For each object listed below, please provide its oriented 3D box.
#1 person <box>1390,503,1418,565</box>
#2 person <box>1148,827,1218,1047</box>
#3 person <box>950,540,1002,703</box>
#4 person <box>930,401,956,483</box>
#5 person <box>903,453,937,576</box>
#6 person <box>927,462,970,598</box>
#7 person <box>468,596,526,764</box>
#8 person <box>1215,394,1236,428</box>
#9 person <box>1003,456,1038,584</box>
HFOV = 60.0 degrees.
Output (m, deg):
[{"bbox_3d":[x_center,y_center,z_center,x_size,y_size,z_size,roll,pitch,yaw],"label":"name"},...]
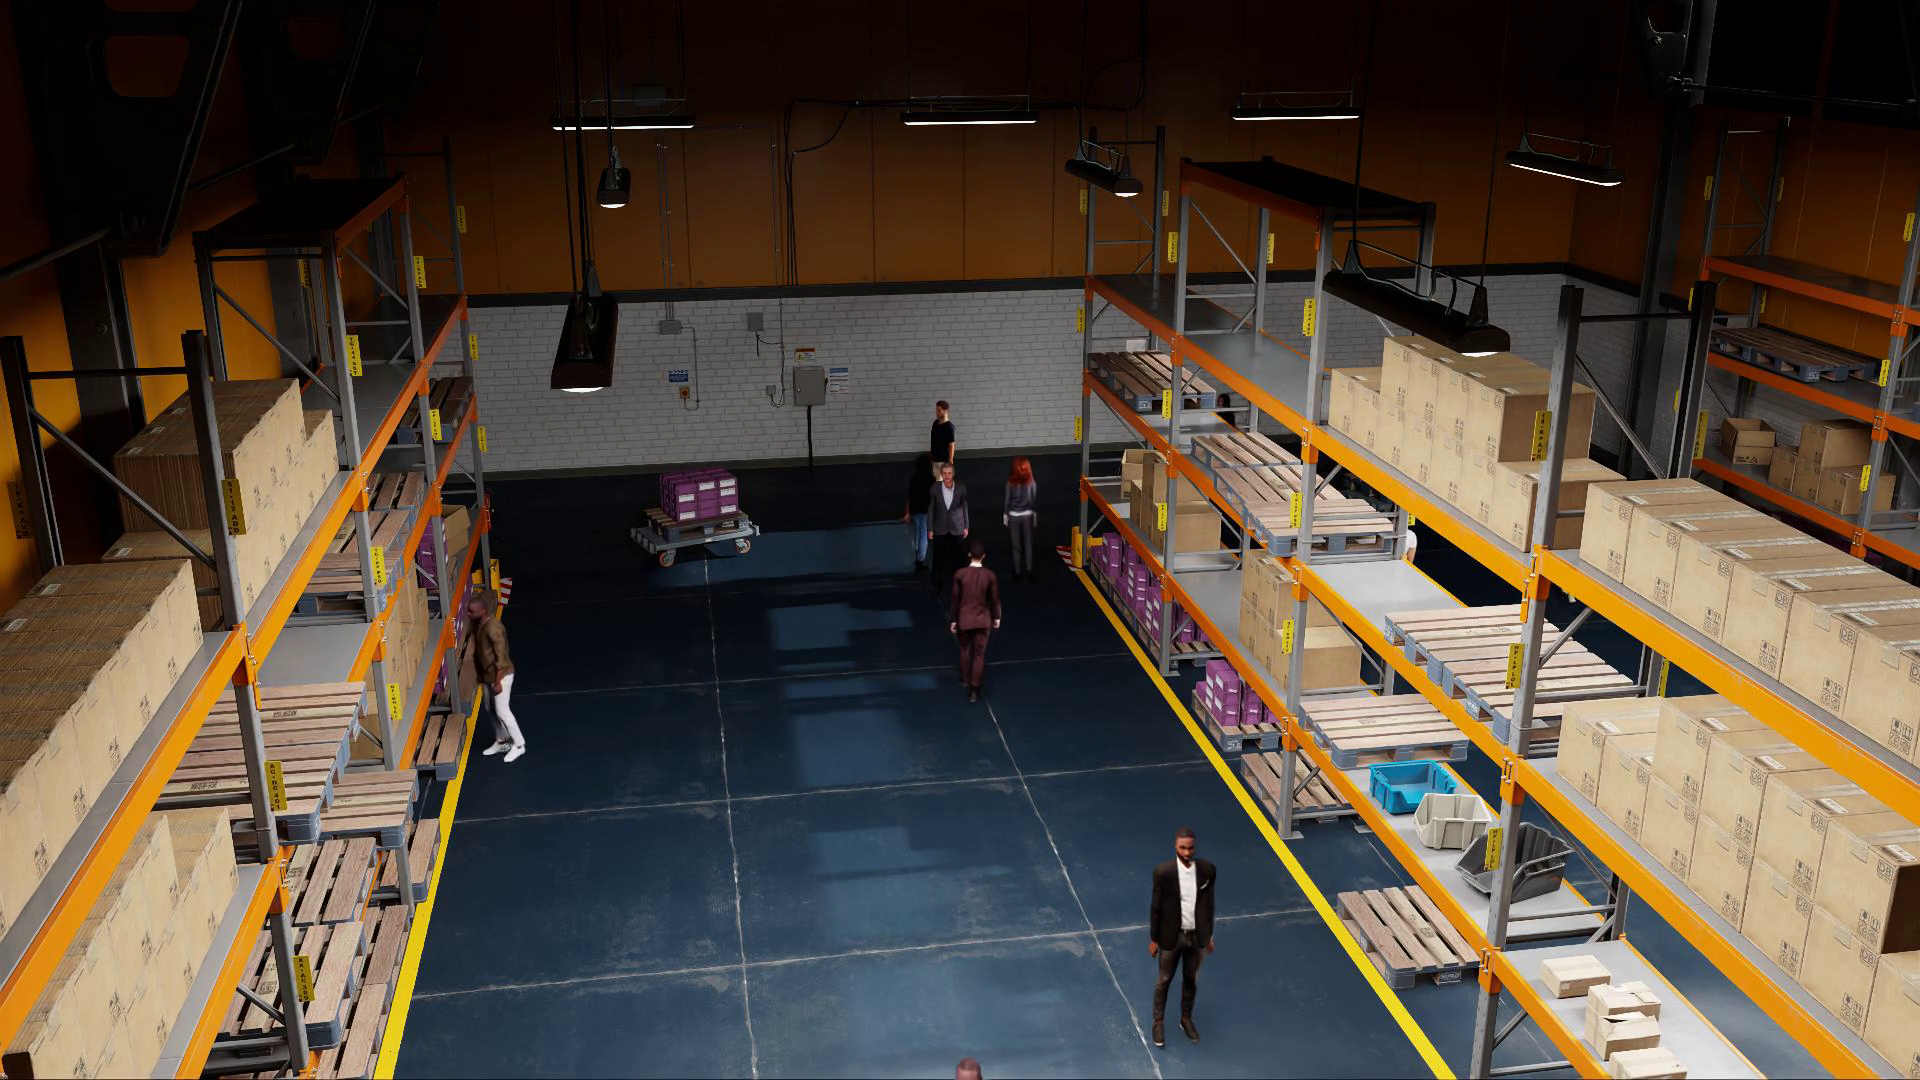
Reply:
[{"bbox_3d":[5.255,0.432,20.226,0.670,1.867,0.555,-3,19,-8],"label":"person"},{"bbox_3d":[1.689,3.006,12.689,0.658,1.800,0.523,-3,19,-9],"label":"person"},{"bbox_3d":[0.154,0.944,18.748,0.869,1.840,1.040,1,19,4],"label":"person"},{"bbox_3d":[-0.265,-1.203,25.099,0.767,1.856,0.655,-17,25,-40],"label":"person"},{"bbox_3d":[-0.566,-0.333,22.788,0.806,1.683,0.866,12,22,31],"label":"person"},{"bbox_3d":[-0.154,-0.159,22.024,0.741,1.839,0.606,-1,19,-4],"label":"person"},{"bbox_3d":[-4.842,1.426,17.372,0.914,1.805,0.790,-16,24,-39],"label":"person"},{"bbox_3d":[4.245,-1.546,26.511,1.050,1.604,1.098,-17,25,-42],"label":"person"},{"bbox_3d":[0.832,-0.241,22.378,0.596,1.770,0.567,-3,19,-8],"label":"person"}]
